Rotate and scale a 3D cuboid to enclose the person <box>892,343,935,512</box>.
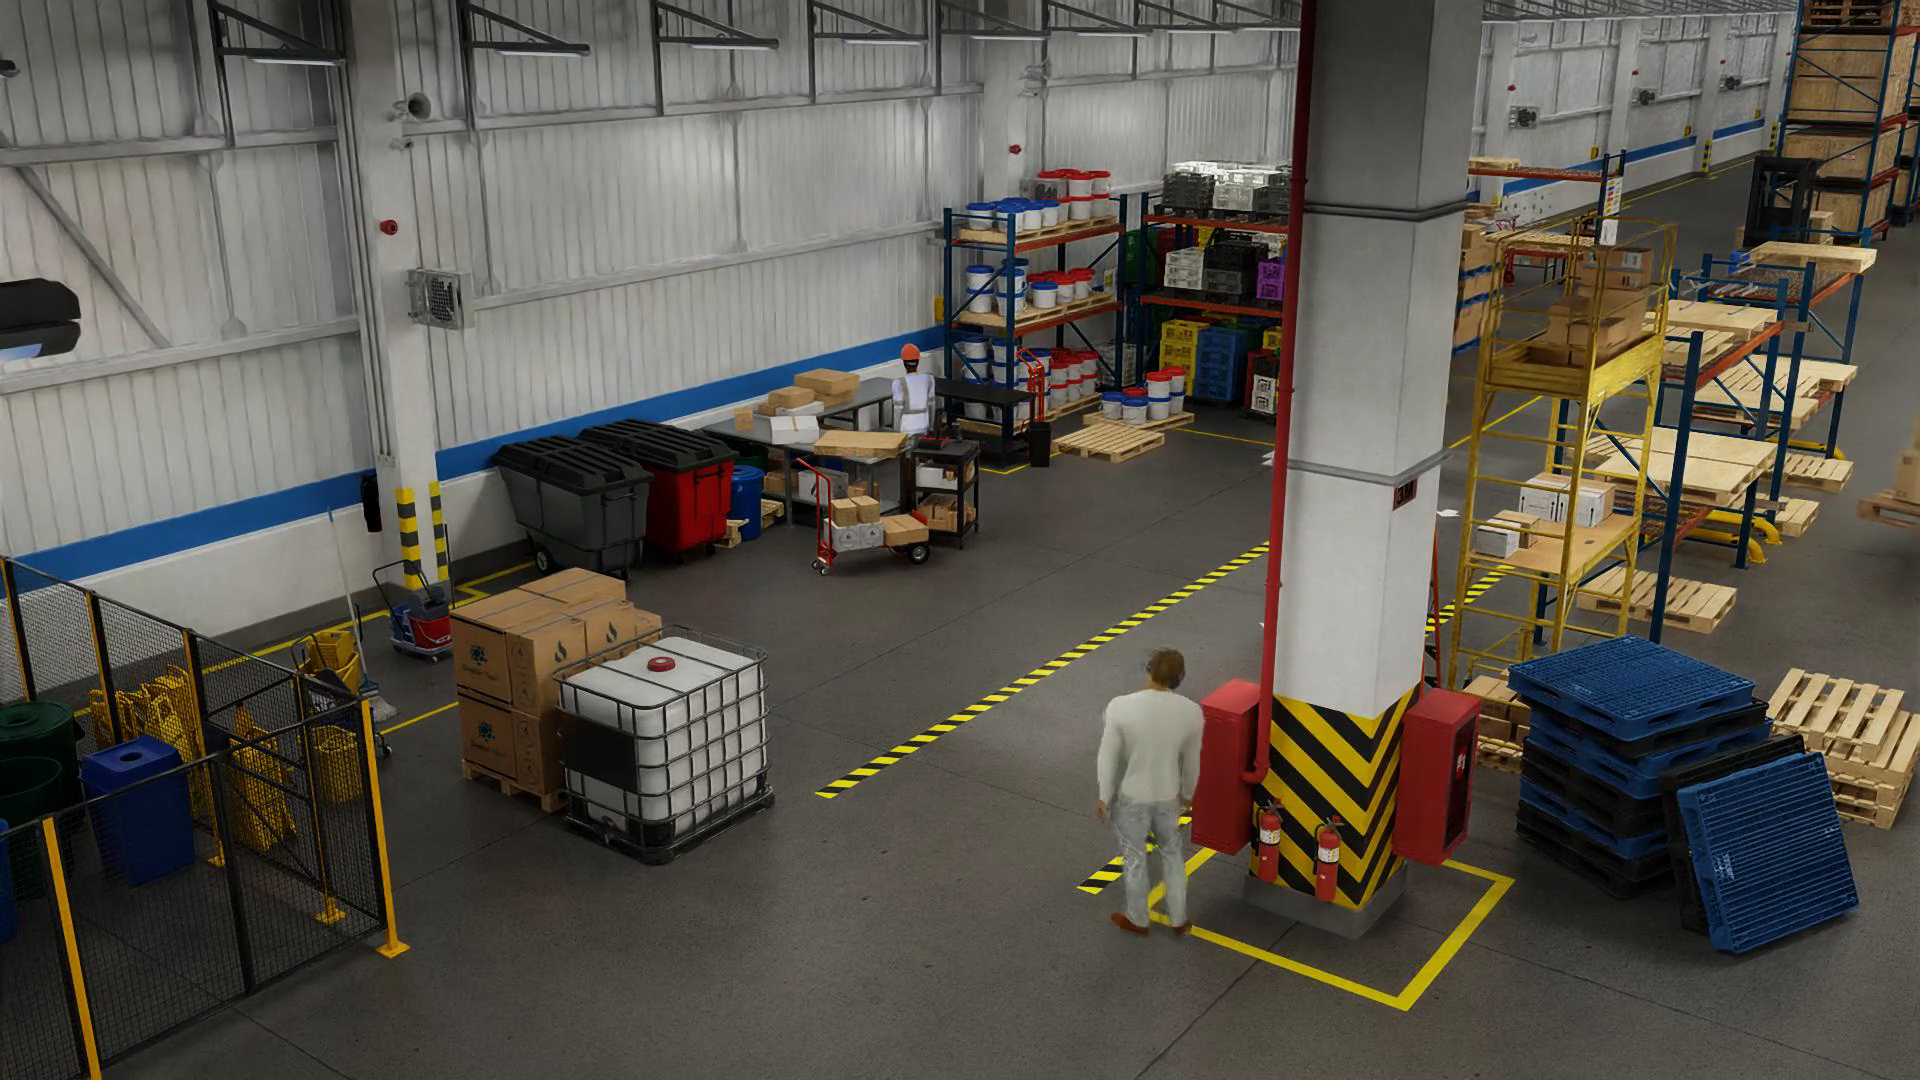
[{"bbox_3d":[-0.552,-1.291,19.068,0.551,1.933,0.369,-11,21,-30],"label":"person"}]

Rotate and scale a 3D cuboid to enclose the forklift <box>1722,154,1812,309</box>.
[{"bbox_3d":[15.465,-5.892,31.652,1.129,2.768,1.873,13,22,34],"label":"forklift"}]

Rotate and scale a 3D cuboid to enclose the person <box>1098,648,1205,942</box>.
[{"bbox_3d":[1.188,1.606,10.274,0.672,1.902,0.432,-5,19,-16],"label":"person"}]
